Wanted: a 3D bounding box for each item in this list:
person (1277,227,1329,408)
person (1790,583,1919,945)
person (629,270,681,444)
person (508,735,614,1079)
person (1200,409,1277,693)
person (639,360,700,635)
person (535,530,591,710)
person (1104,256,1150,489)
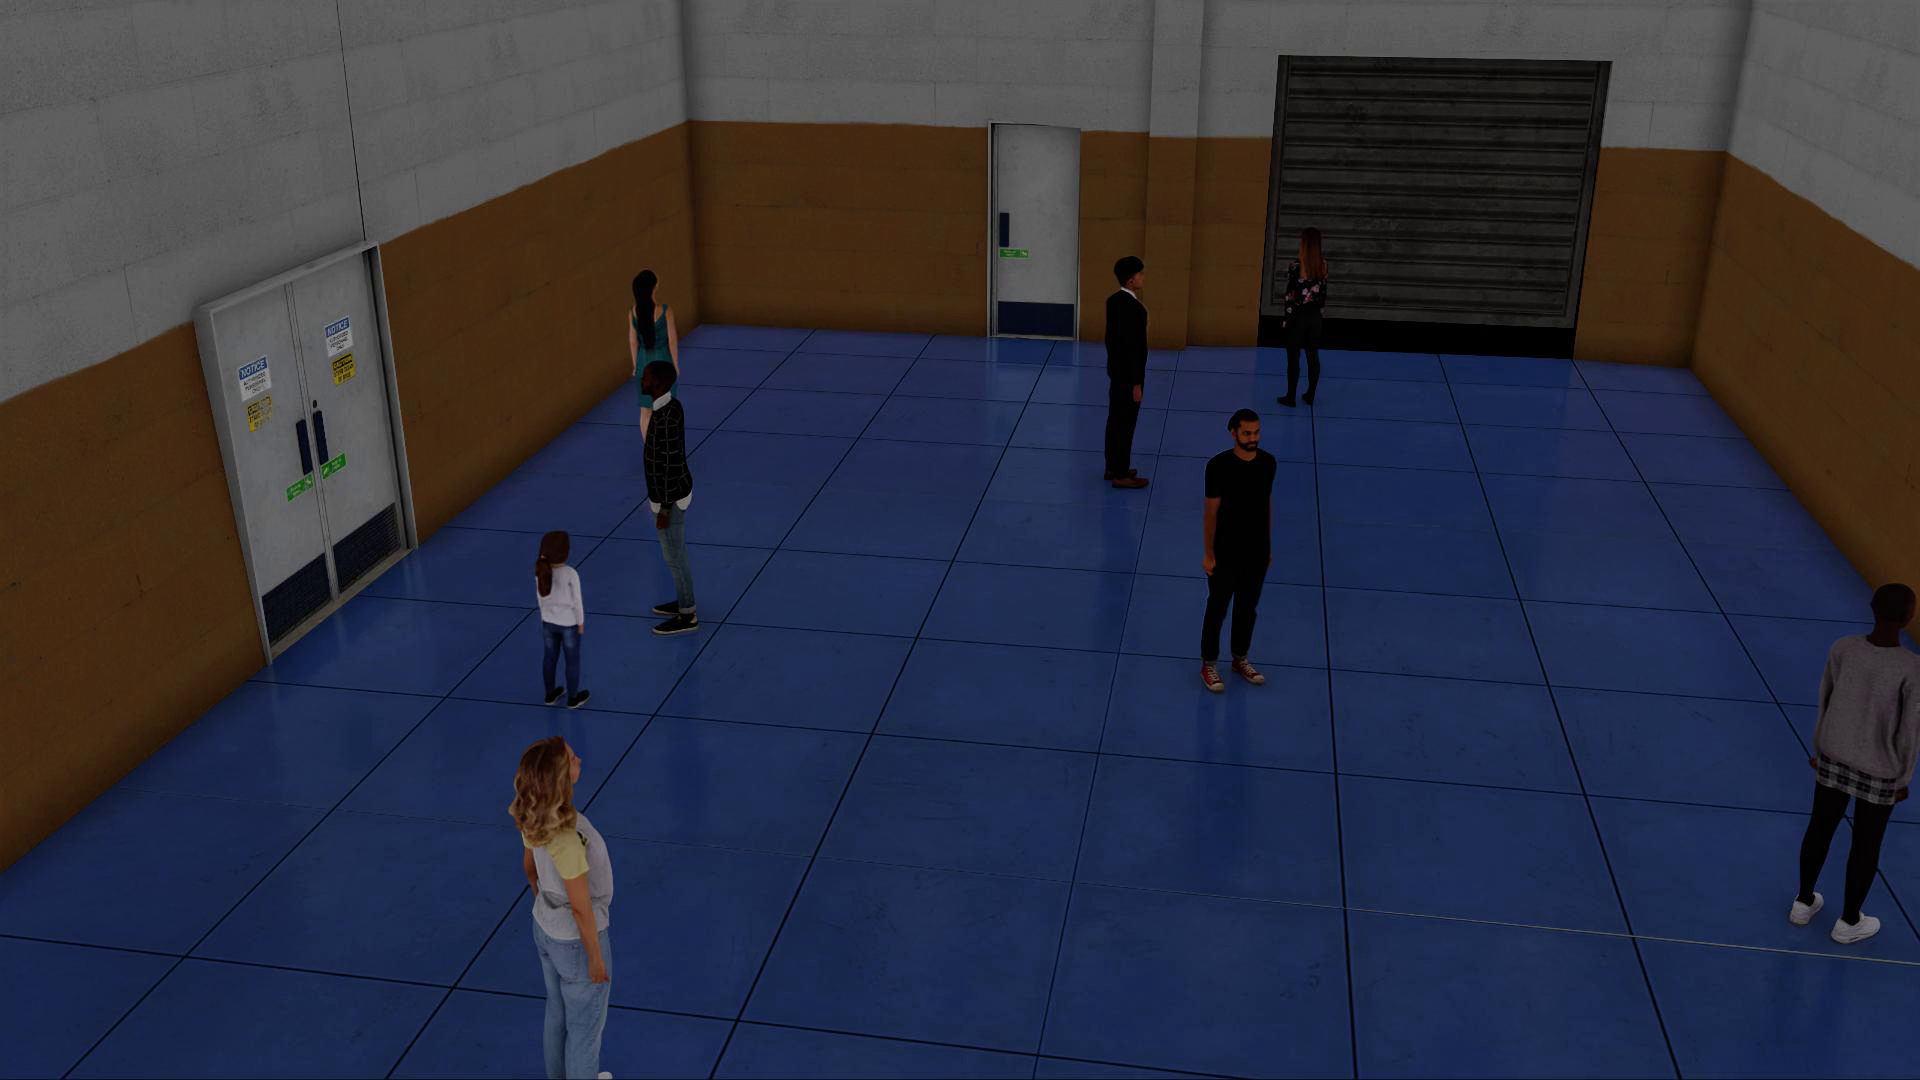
[{"bbox_3d":[3.203,-2.071,15.449,0.597,1.684,0.705,-8,23,-19],"label":"person"},{"bbox_3d":[4.132,1.017,7.647,0.749,1.771,0.688,-15,26,-33],"label":"person"},{"bbox_3d":[-2.535,-1.414,13.810,0.435,1.685,0.619,2,22,5],"label":"person"},{"bbox_3d":[-1.509,1.529,6.414,0.770,1.723,0.694,-17,28,-36],"label":"person"},{"bbox_3d":[1.683,0.047,10.077,0.683,1.758,0.783,-9,24,-22],"label":"person"},{"bbox_3d":[-1.880,-0.292,10.838,0.670,1.821,0.730,-3,22,-7],"label":"person"},{"bbox_3d":[-2.387,0.466,9.908,0.411,1.107,0.519,6,23,15],"label":"person"},{"bbox_3d":[1.321,-1.356,13.400,0.722,1.884,0.771,-6,23,-13],"label":"person"}]
